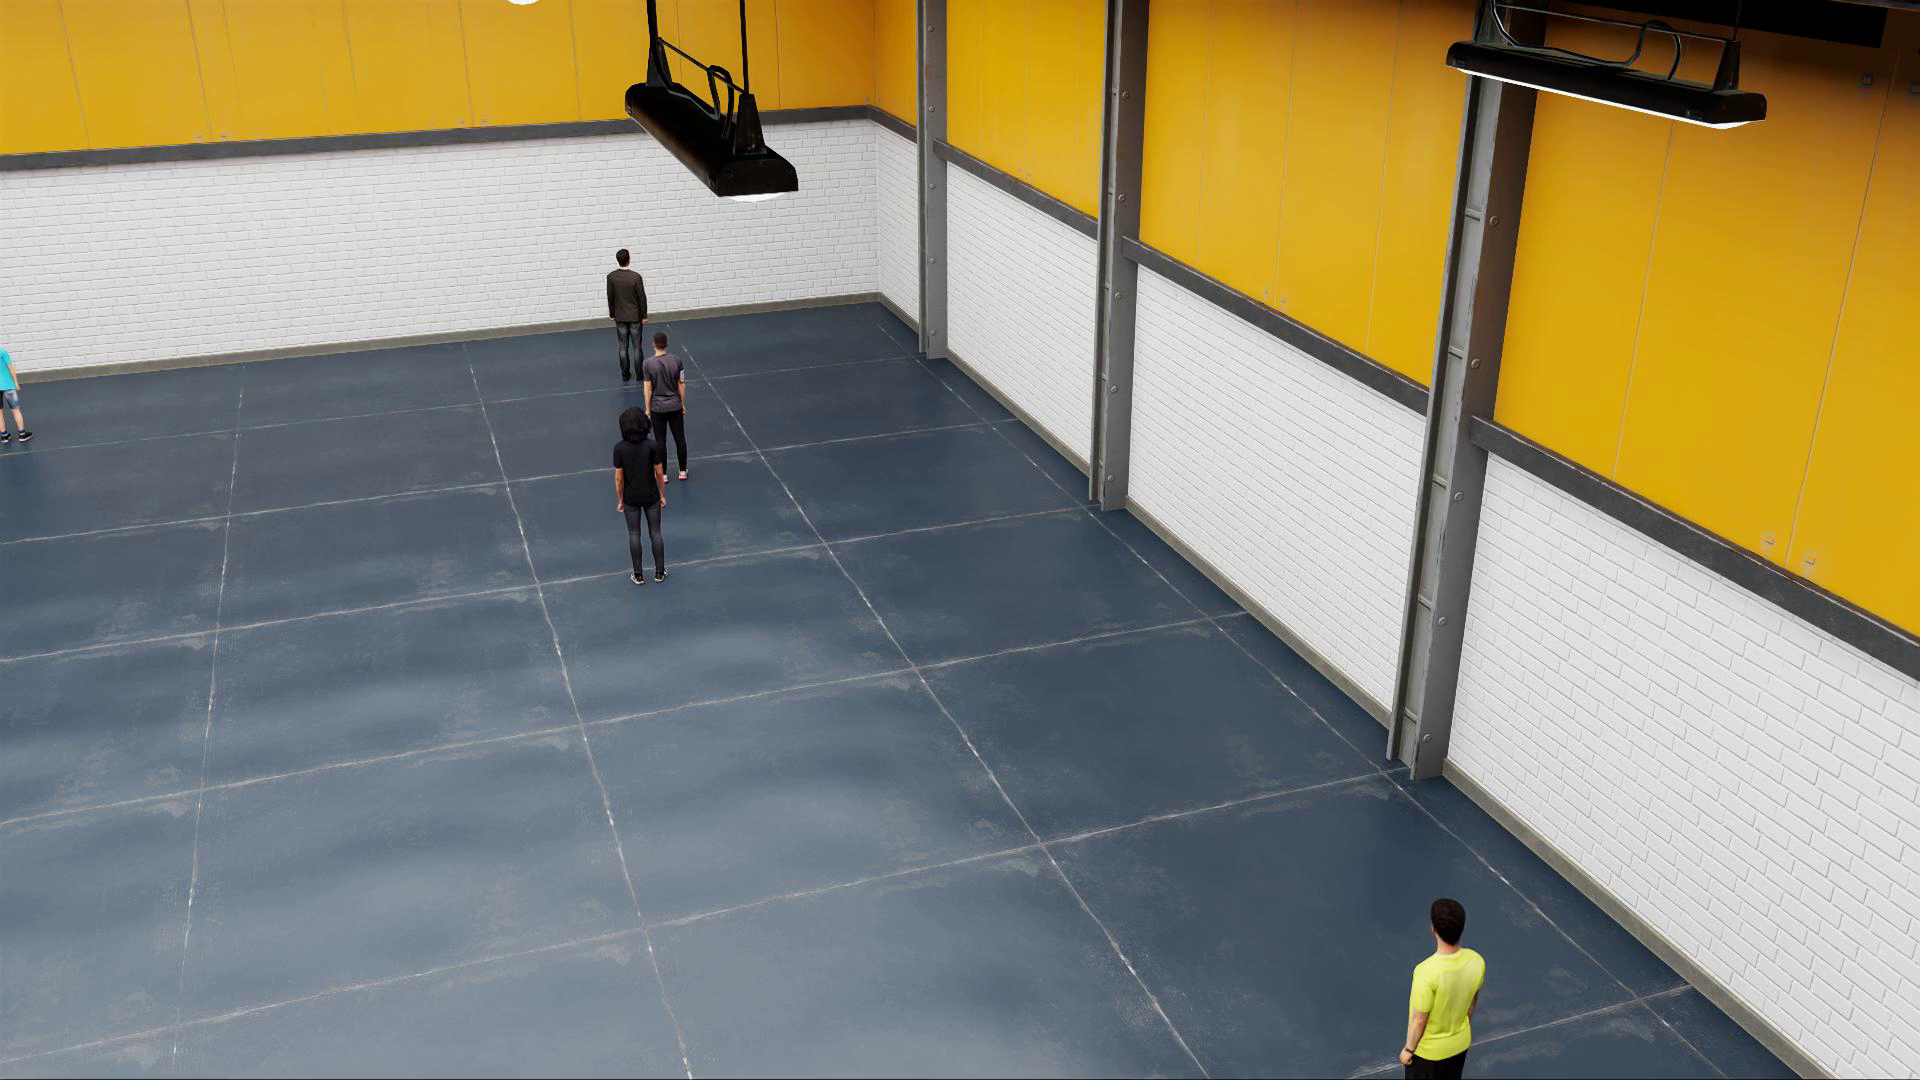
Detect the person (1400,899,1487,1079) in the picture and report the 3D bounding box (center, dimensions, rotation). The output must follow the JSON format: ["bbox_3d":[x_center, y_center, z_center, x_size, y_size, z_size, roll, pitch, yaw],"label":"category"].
[{"bbox_3d":[2.698,2.773,9.324,0.633,1.706,0.550,-10,26,-22],"label":"person"}]

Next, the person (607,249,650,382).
[{"bbox_3d":[-4.498,-3.055,22.534,0.760,1.804,0.711,2,24,6],"label":"person"}]

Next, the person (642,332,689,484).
[{"bbox_3d":[-3.379,-1.524,19.083,0.635,1.764,0.537,-10,25,-21],"label":"person"}]

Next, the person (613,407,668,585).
[{"bbox_3d":[-3.177,-0.446,16.527,0.665,1.835,0.563,-5,24,-11],"label":"person"}]

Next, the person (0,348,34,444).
[{"bbox_3d":[-11.741,-1.910,20.358,0.552,1.449,0.533,-4,24,-9],"label":"person"}]
